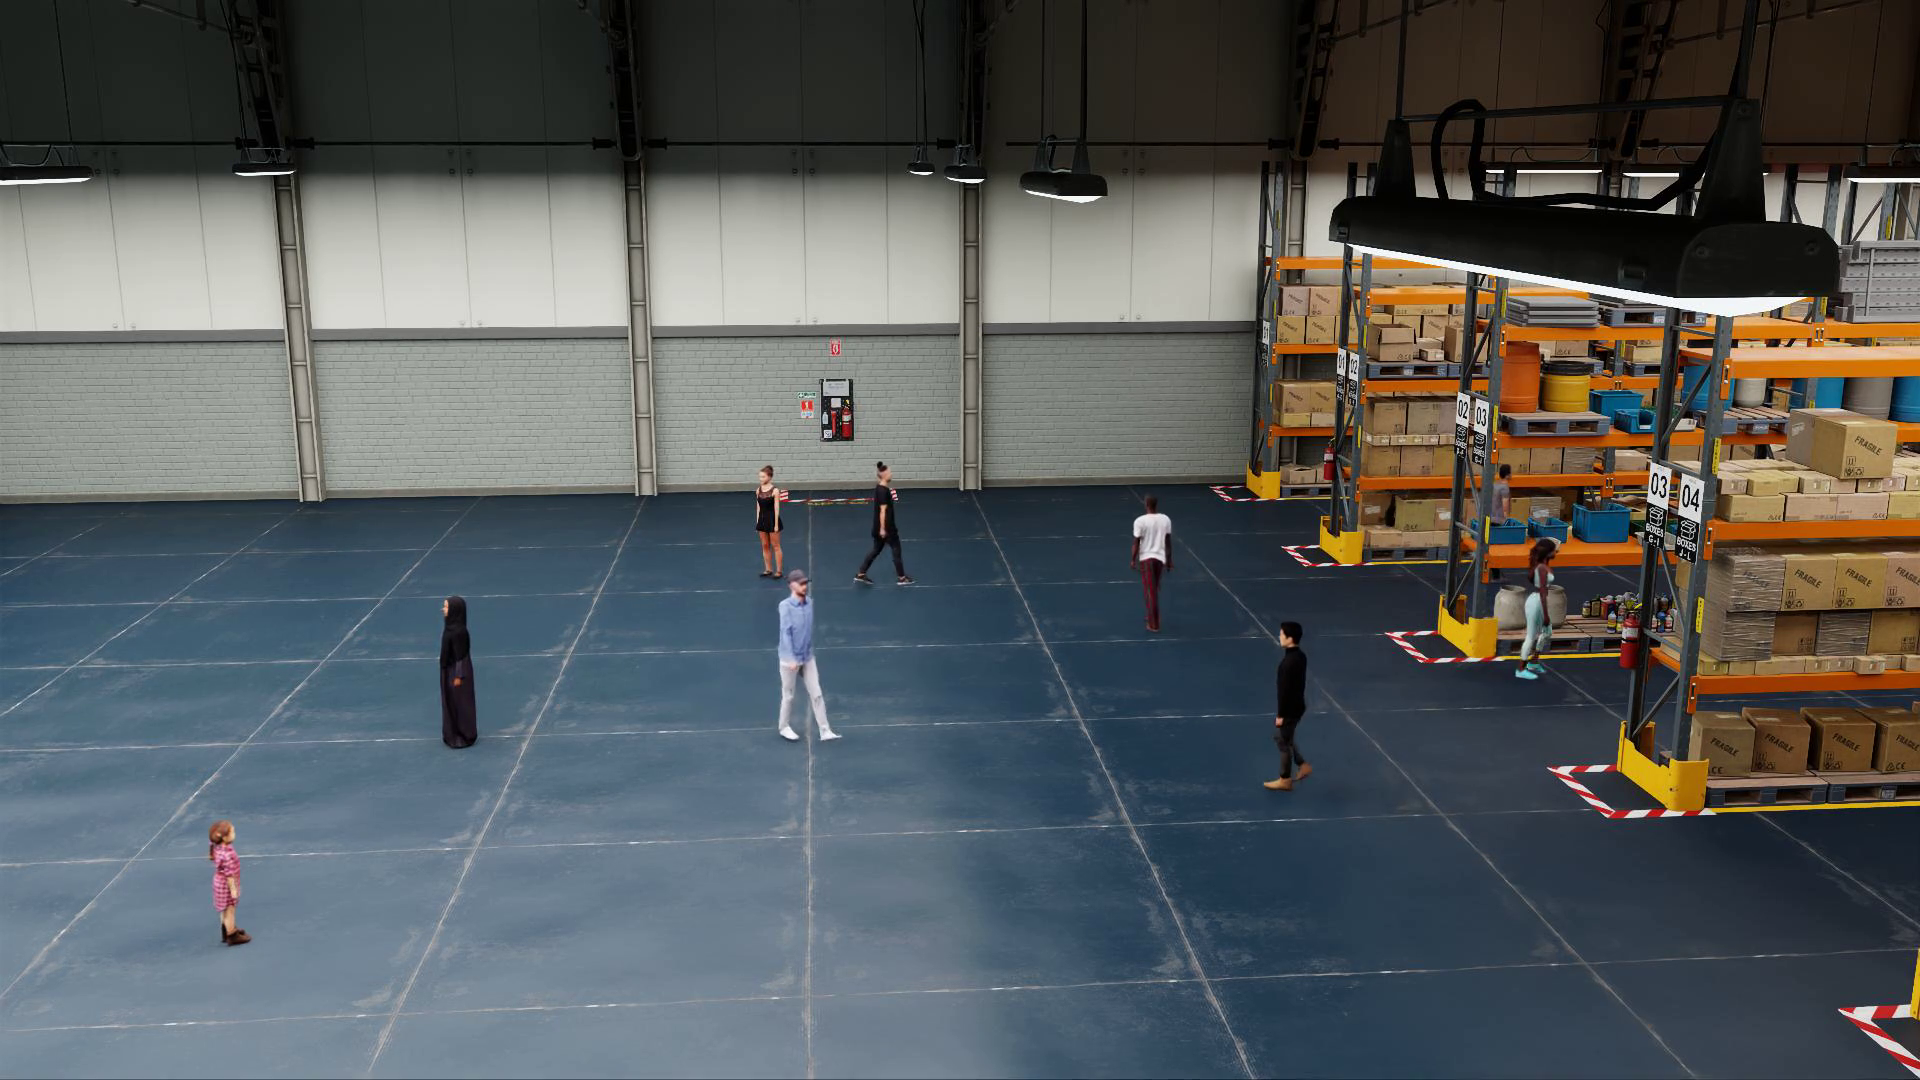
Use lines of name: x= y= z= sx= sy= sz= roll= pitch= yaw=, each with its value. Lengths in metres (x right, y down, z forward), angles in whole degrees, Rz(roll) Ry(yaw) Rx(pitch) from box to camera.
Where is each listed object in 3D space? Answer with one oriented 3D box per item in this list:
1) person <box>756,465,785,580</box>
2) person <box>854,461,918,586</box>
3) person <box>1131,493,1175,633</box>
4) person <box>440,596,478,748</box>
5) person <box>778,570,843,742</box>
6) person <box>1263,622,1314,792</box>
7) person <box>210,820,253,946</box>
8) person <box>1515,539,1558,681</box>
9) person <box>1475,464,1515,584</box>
person: x=-2.802 y=-0.267 z=24.488 sx=0.671 sy=1.679 sz=0.749 roll=8 pitch=15 yaw=32
person: x=-1.172 y=-0.212 z=23.927 sx=1.160 sy=1.824 sz=0.758 roll=-2 pitch=13 yaw=-10
person: x=2.550 y=0.314 z=21.673 sx=0.792 sy=1.817 sz=0.865 roll=-5 pitch=14 yaw=-20
person: x=-5.308 y=1.369 z=17.566 sx=0.693 sy=1.614 sz=0.676 roll=-6 pitch=14 yaw=-25
person: x=-1.784 y=1.235 z=17.611 sx=1.085 sy=1.854 sz=1.102 roll=-12 pitch=18 yaw=-42
person: x=3.277 y=1.630 z=16.209 sx=0.857 sy=1.718 sz=0.813 roll=6 pitch=14 yaw=23
person: x=-5.799 y=2.700 z=13.136 sx=0.549 sy=1.021 sz=0.503 roll=-11 pitch=17 yaw=-39
person: x=6.758 y=0.817 z=19.737 sx=0.733 sy=1.711 sz=0.702 roll=4 pitch=14 yaw=16
person: x=7.775 y=-0.236 z=24.213 sx=0.761 sy=1.743 sz=0.676 roll=1 pitch=13 yaw=2
